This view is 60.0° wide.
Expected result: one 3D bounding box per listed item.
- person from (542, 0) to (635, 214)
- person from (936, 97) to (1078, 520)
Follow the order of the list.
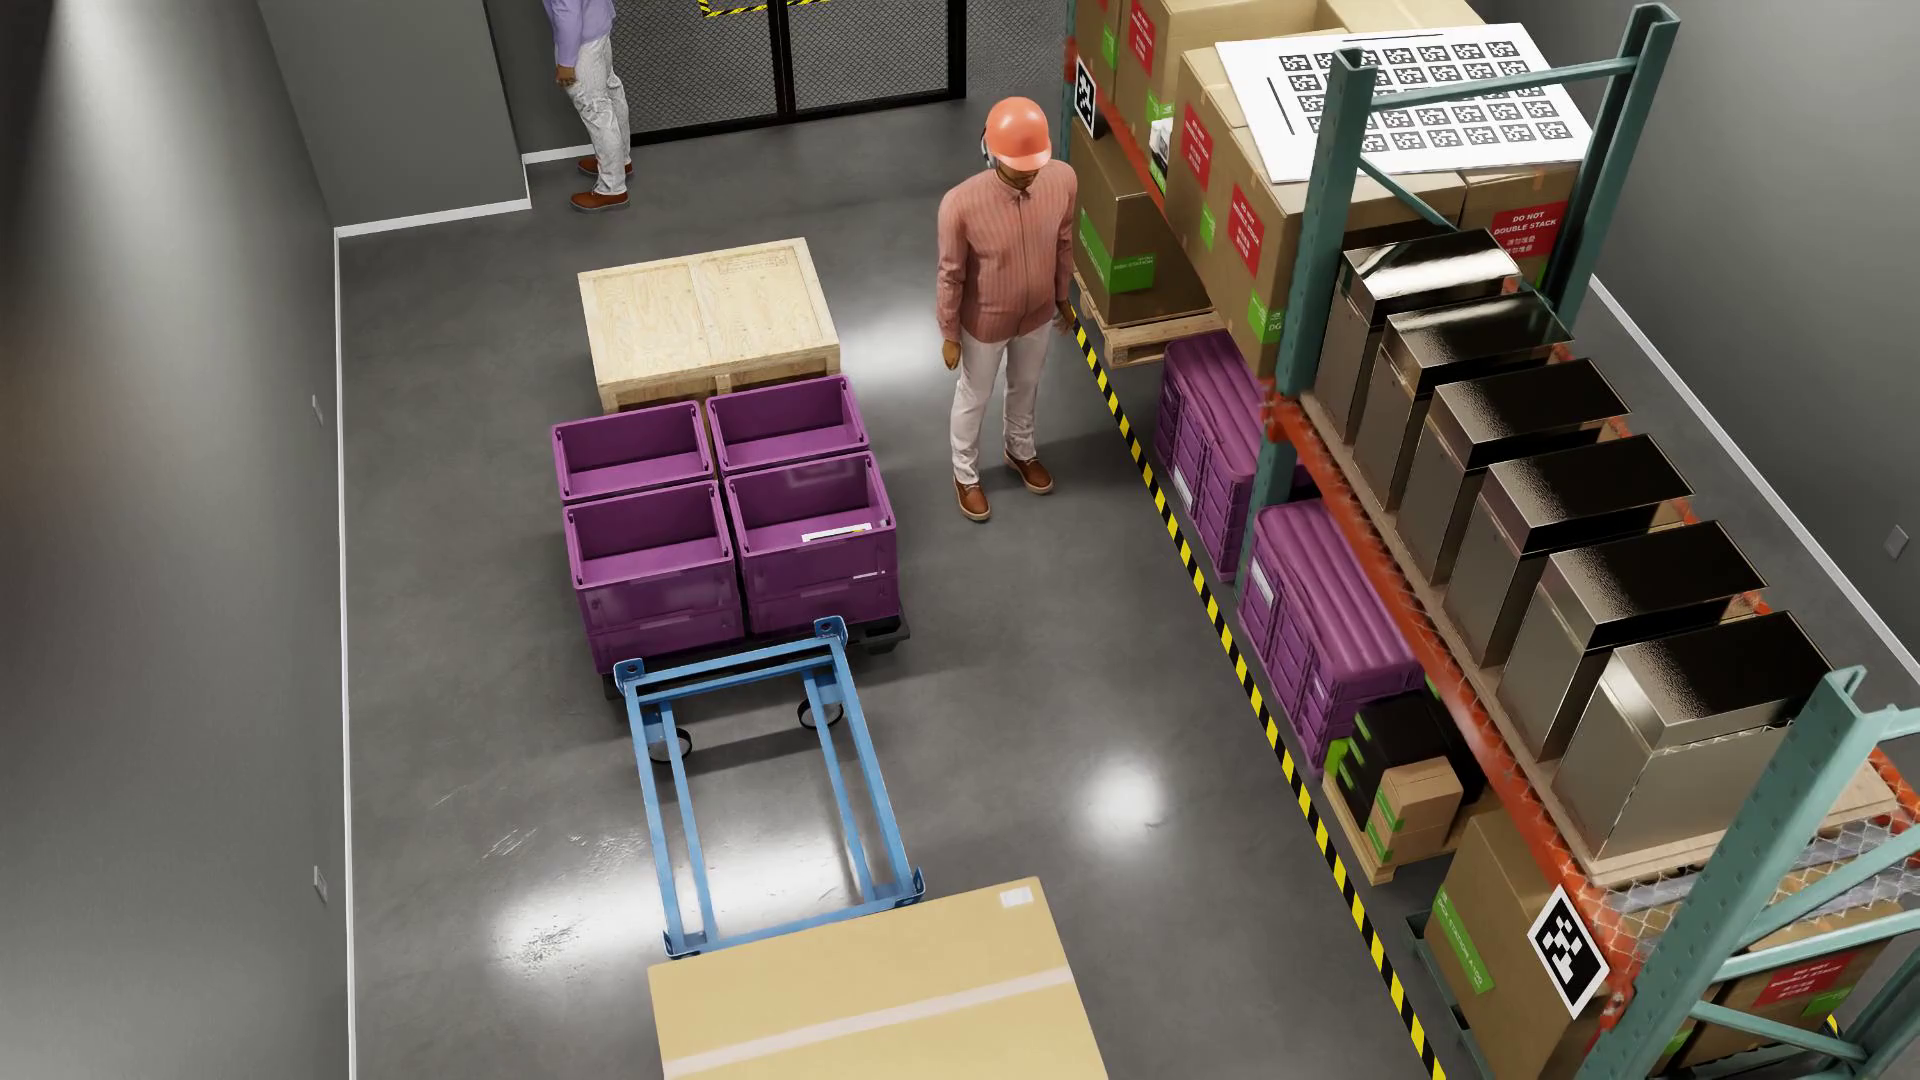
[{"bbox_3d":[-1.883,-2.515,8.198,0.372,1.939,0.630,0,47,0],"label":"person"},{"bbox_3d":[0.200,-0.908,6.683,0.622,1.992,0.397,-22,51,-19],"label":"person"}]
